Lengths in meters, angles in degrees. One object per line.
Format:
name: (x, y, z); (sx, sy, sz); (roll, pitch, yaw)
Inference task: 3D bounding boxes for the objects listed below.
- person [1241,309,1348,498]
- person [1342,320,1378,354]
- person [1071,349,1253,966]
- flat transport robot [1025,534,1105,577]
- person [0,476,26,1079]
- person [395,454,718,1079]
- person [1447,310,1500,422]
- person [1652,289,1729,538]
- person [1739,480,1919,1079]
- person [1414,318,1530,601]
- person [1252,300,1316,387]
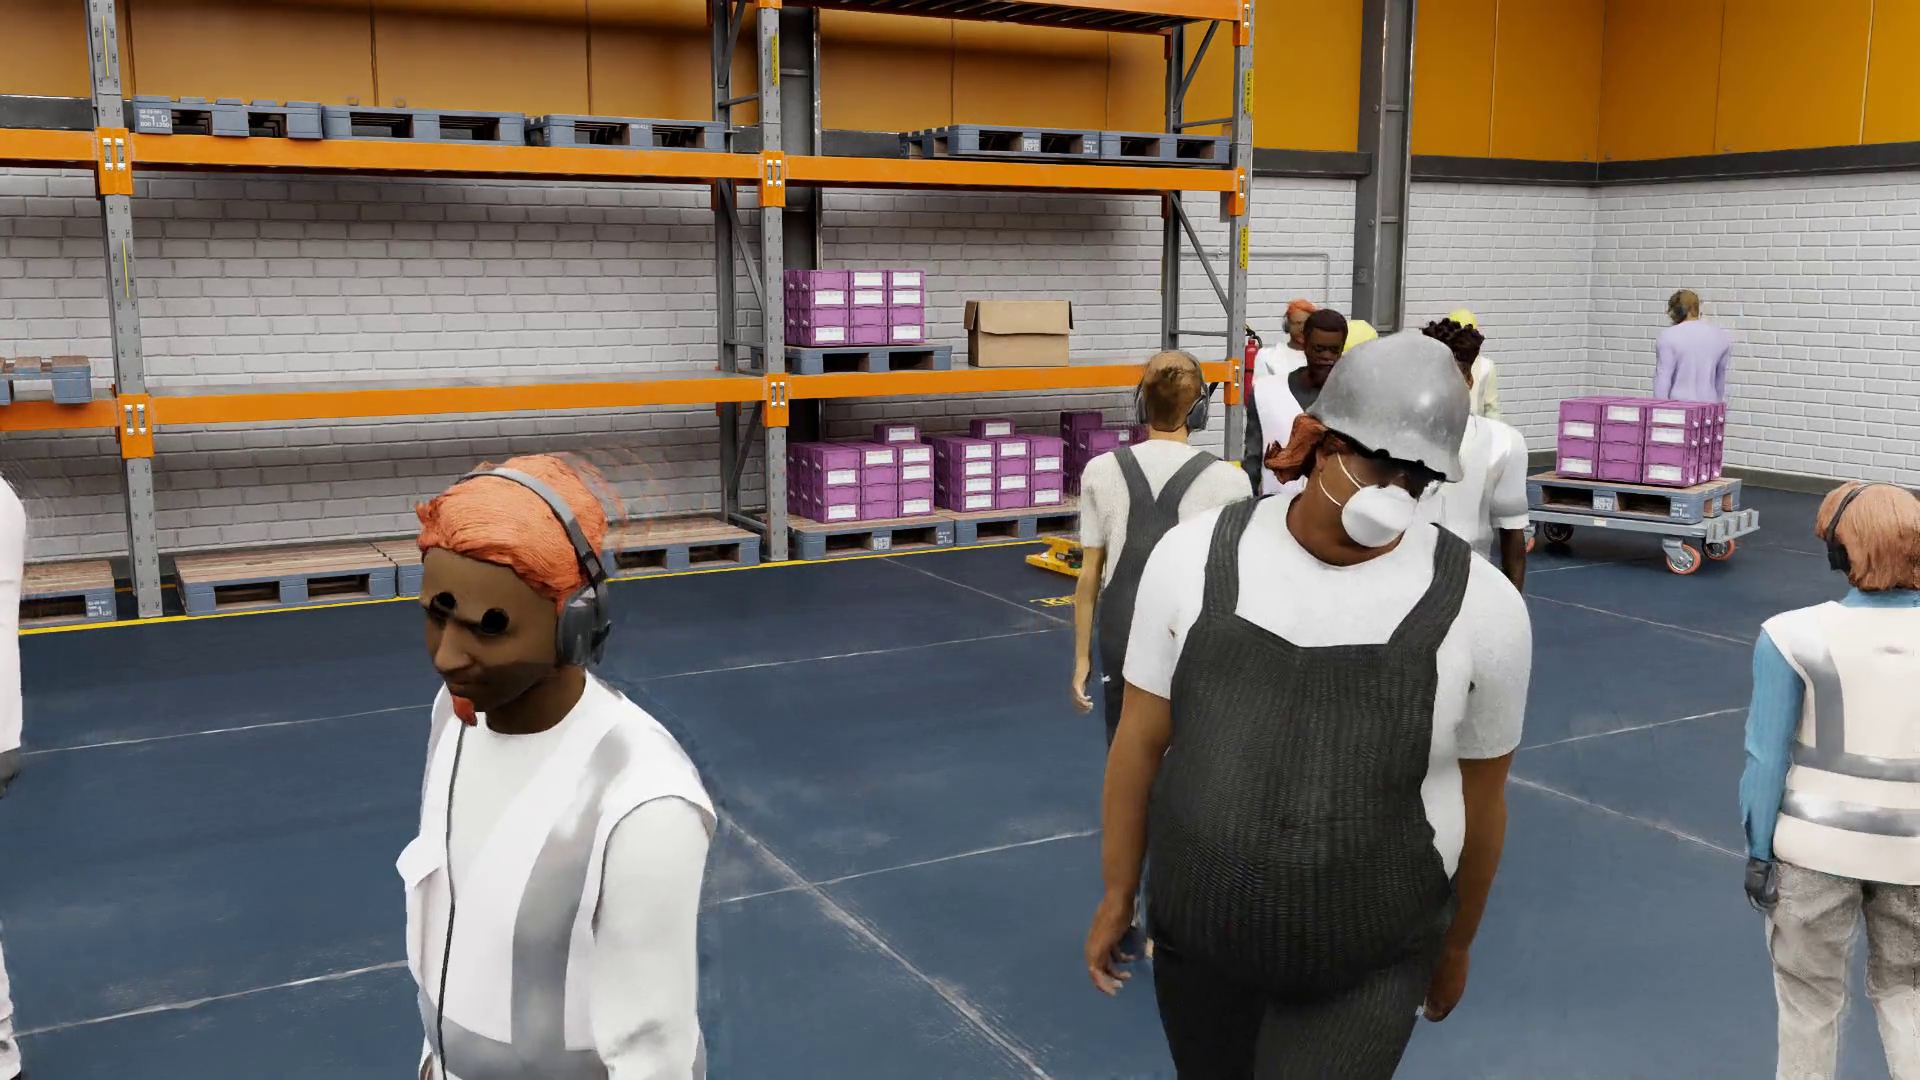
person: (1.541, -0.059, 7.294); (0.616, 1.885, 0.635); (1, 9, 6)
person: (1.961, -0.195, 8.342); (0.611, 1.816, 0.477); (-2, 9, -9)
person: (0.607, 0.353, 4.962); (0.537, 1.828, 0.422); (3, 10, 17)
flat transport robot: (1.227, 0.060, 11.489); (1.431, 0.197, 0.652); (-6, 11, -30)
person: (-2.621, 0.452, 4.159); (0.669, 1.902, 0.462); (7, 12, 36)
person: (-0.539, 0.809, 2.106); (0.561, 1.856, 0.635); (-8, 12, -41)
person: (3.393, -0.681, 11.428); (0.604, 1.780, 0.910); (0, 9, 2)
person: (5.637, -0.998, 13.001); (0.690, 1.890, 0.897); (-1, 9, -8)
person: (1.929, 0.694, 3.510); (0.526, 1.623, 0.472); (2, 9, 11)
person: (1.647, 0.185, 5.772); (0.615, 1.897, 1.060); (0, 9, 2)
person: (2.192, -0.641, 10.974); (0.589, 1.844, 0.921); (2, 10, 14)
